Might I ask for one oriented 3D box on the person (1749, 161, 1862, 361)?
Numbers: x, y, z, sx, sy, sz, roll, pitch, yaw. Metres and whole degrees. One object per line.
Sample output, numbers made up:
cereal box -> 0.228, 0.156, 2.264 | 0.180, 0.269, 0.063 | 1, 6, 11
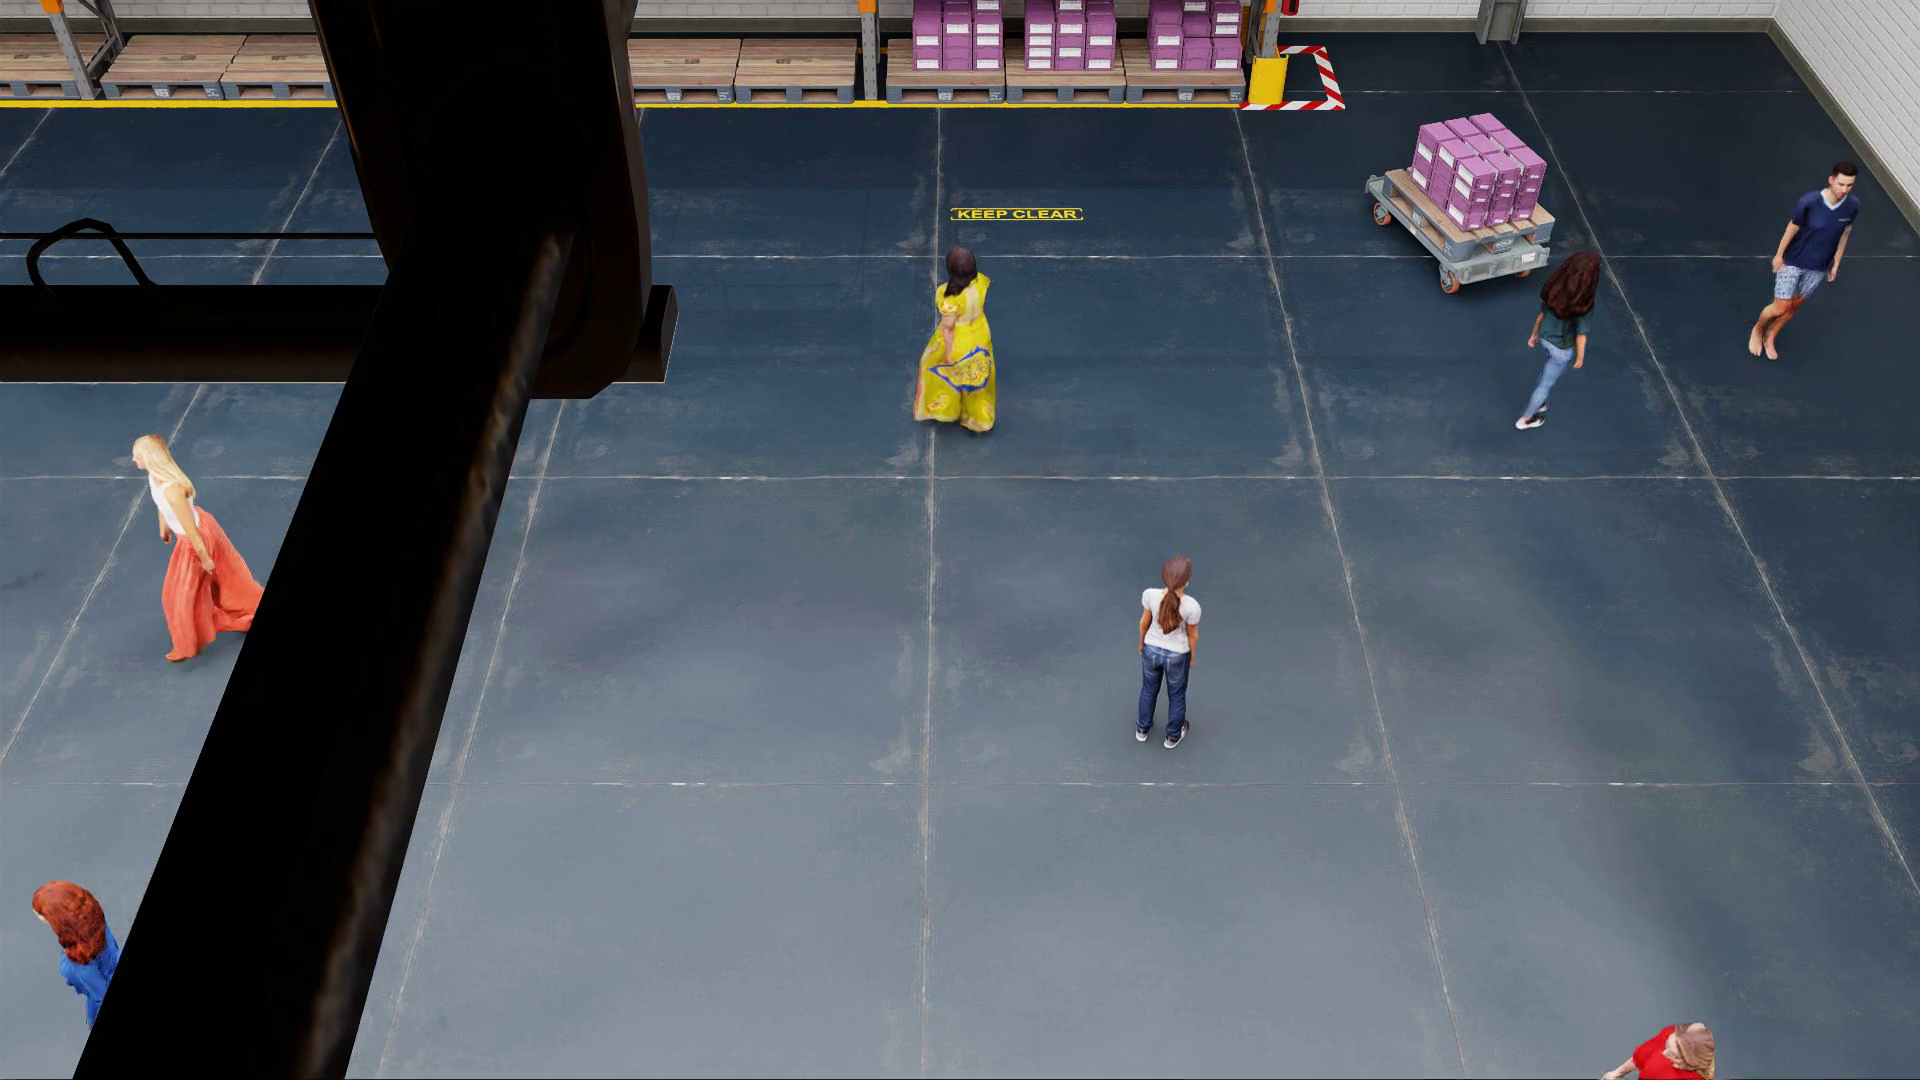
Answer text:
person -> 6.759, -2.291, 13.343 | 0.537, 1.831, 0.668 | 1, 44, 1

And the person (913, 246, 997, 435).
person -> 0.076, -1.465, 12.616 | 0.990, 1.638, 1.051 | -32, 52, -29

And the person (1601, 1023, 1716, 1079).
person -> 3.493, 2.820, 8.093 | 0.906, 1.672, 0.679 | 5, 44, 5

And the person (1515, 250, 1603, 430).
person -> 4.487, -1.486, 12.663 | 0.769, 1.603, 0.724 | -19, 47, -19

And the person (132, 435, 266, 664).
person -> -4.948, -0.015, 10.993 | 1.143, 1.777, 0.978 | -23, 48, -22

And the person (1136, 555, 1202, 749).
person -> 1.298, 0.692, 10.407 | 0.577, 1.562, 0.678 | 18, 46, 18
